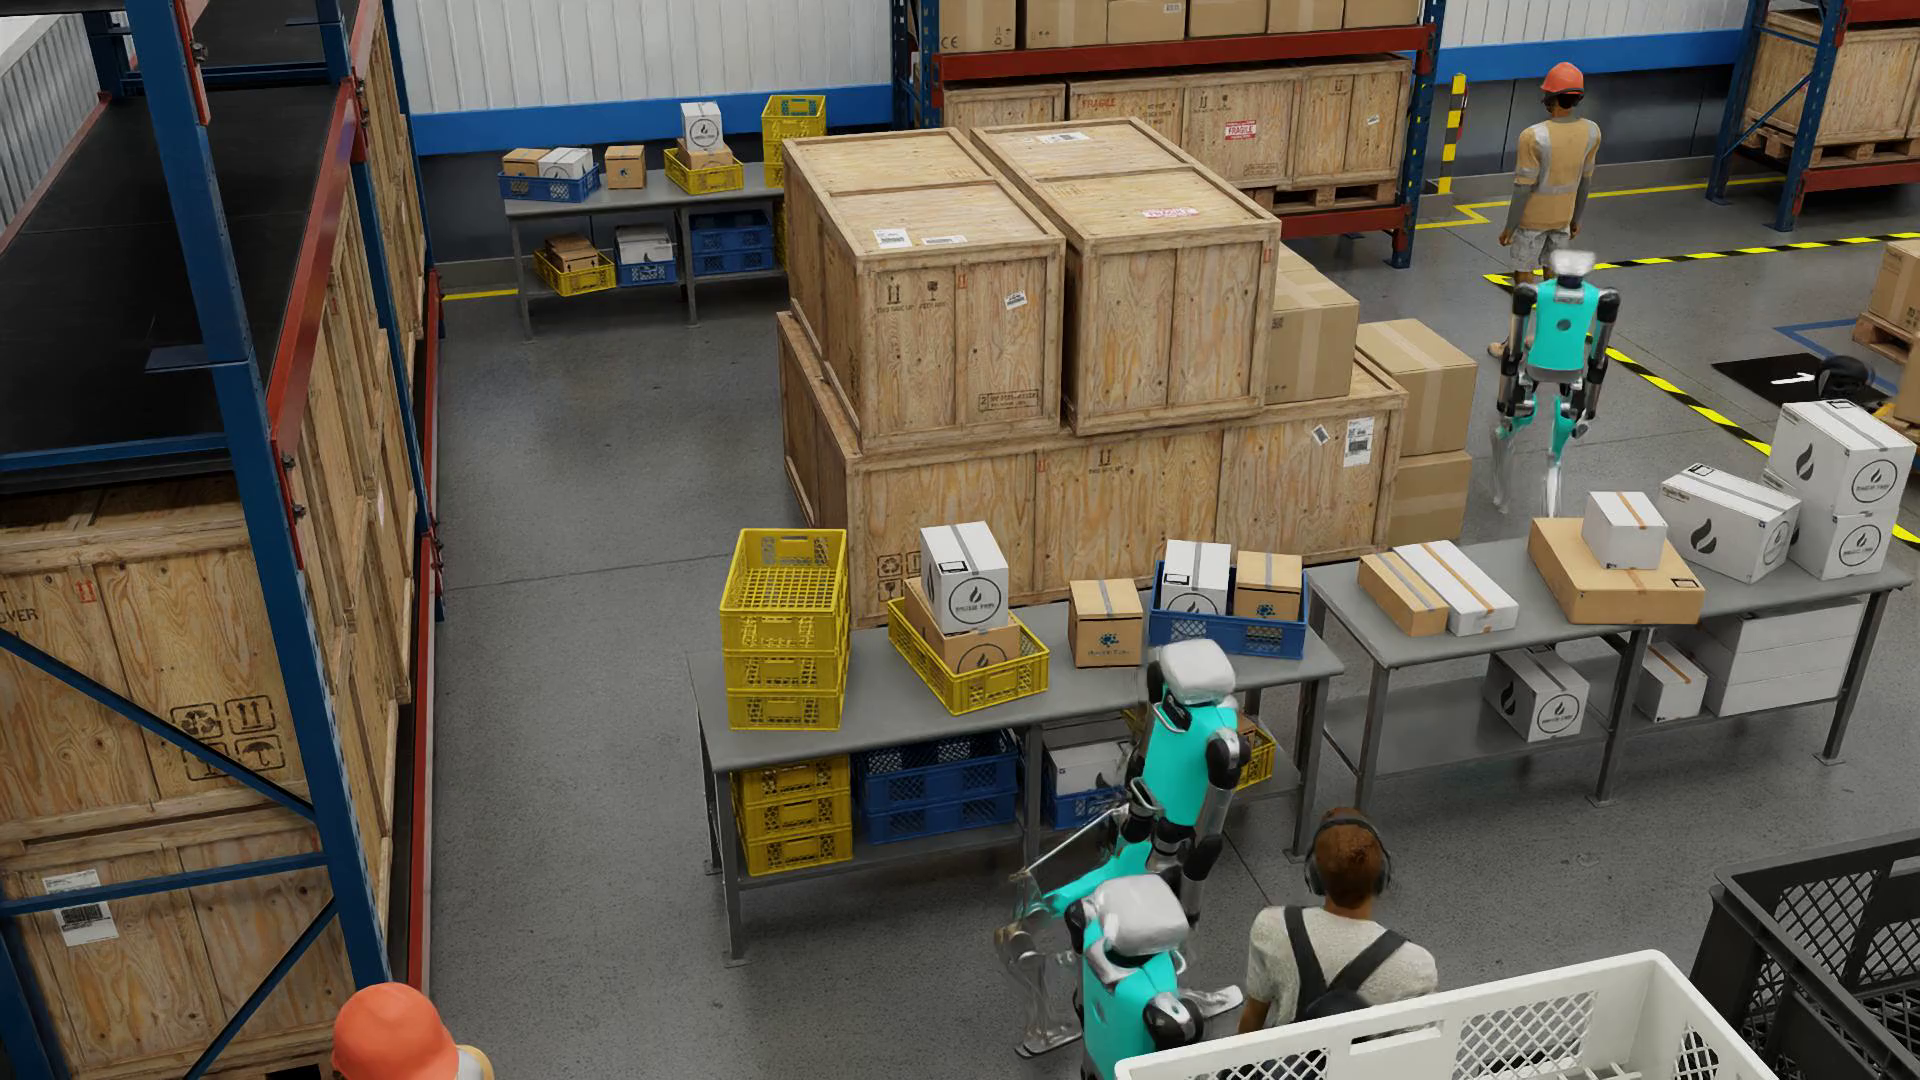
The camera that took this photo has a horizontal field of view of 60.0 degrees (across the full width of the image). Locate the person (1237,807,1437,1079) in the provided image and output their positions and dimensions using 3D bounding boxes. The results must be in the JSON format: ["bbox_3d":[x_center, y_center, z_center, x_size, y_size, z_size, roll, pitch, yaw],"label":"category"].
[{"bbox_3d":[1.027,1.574,4.643,0.561,1.826,0.443,14,32,23],"label":"person"}]

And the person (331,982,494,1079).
[{"bbox_3d":[-1.259,1.831,4.064,0.356,1.938,0.542,16,33,27],"label":"person"}]

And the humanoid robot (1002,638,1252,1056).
[{"bbox_3d":[0.515,1.142,5.569,1.068,1.746,0.572,-10,31,-18],"label":"humanoid robot"}]

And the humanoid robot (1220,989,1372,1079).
[{"bbox_3d":[0.853,1.815,4.360,0.611,1.653,0.334,23,36,35],"label":"humanoid robot"}]

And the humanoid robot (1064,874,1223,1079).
[{"bbox_3d":[0.647,1.602,4.715,1.043,1.737,0.552,-14,32,-23],"label":"humanoid robot"}]

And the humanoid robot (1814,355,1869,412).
[{"bbox_3d":[4.014,-0.080,7.796,0.419,1.648,0.590,18,34,29],"label":"humanoid robot"}]

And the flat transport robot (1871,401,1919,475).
[{"bbox_3d":[6.042,-0.522,10.035,1.431,0.197,0.652,25,38,38],"label":"flat transport robot"}]

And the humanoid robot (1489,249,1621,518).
[{"bbox_3d":[3.211,-0.823,9.151,0.530,1.798,0.833,7,30,12],"label":"humanoid robot"}]

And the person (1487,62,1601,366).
[{"bbox_3d":[3.932,-2.189,11.253,0.612,2.041,0.391,-9,30,-17],"label":"person"}]
